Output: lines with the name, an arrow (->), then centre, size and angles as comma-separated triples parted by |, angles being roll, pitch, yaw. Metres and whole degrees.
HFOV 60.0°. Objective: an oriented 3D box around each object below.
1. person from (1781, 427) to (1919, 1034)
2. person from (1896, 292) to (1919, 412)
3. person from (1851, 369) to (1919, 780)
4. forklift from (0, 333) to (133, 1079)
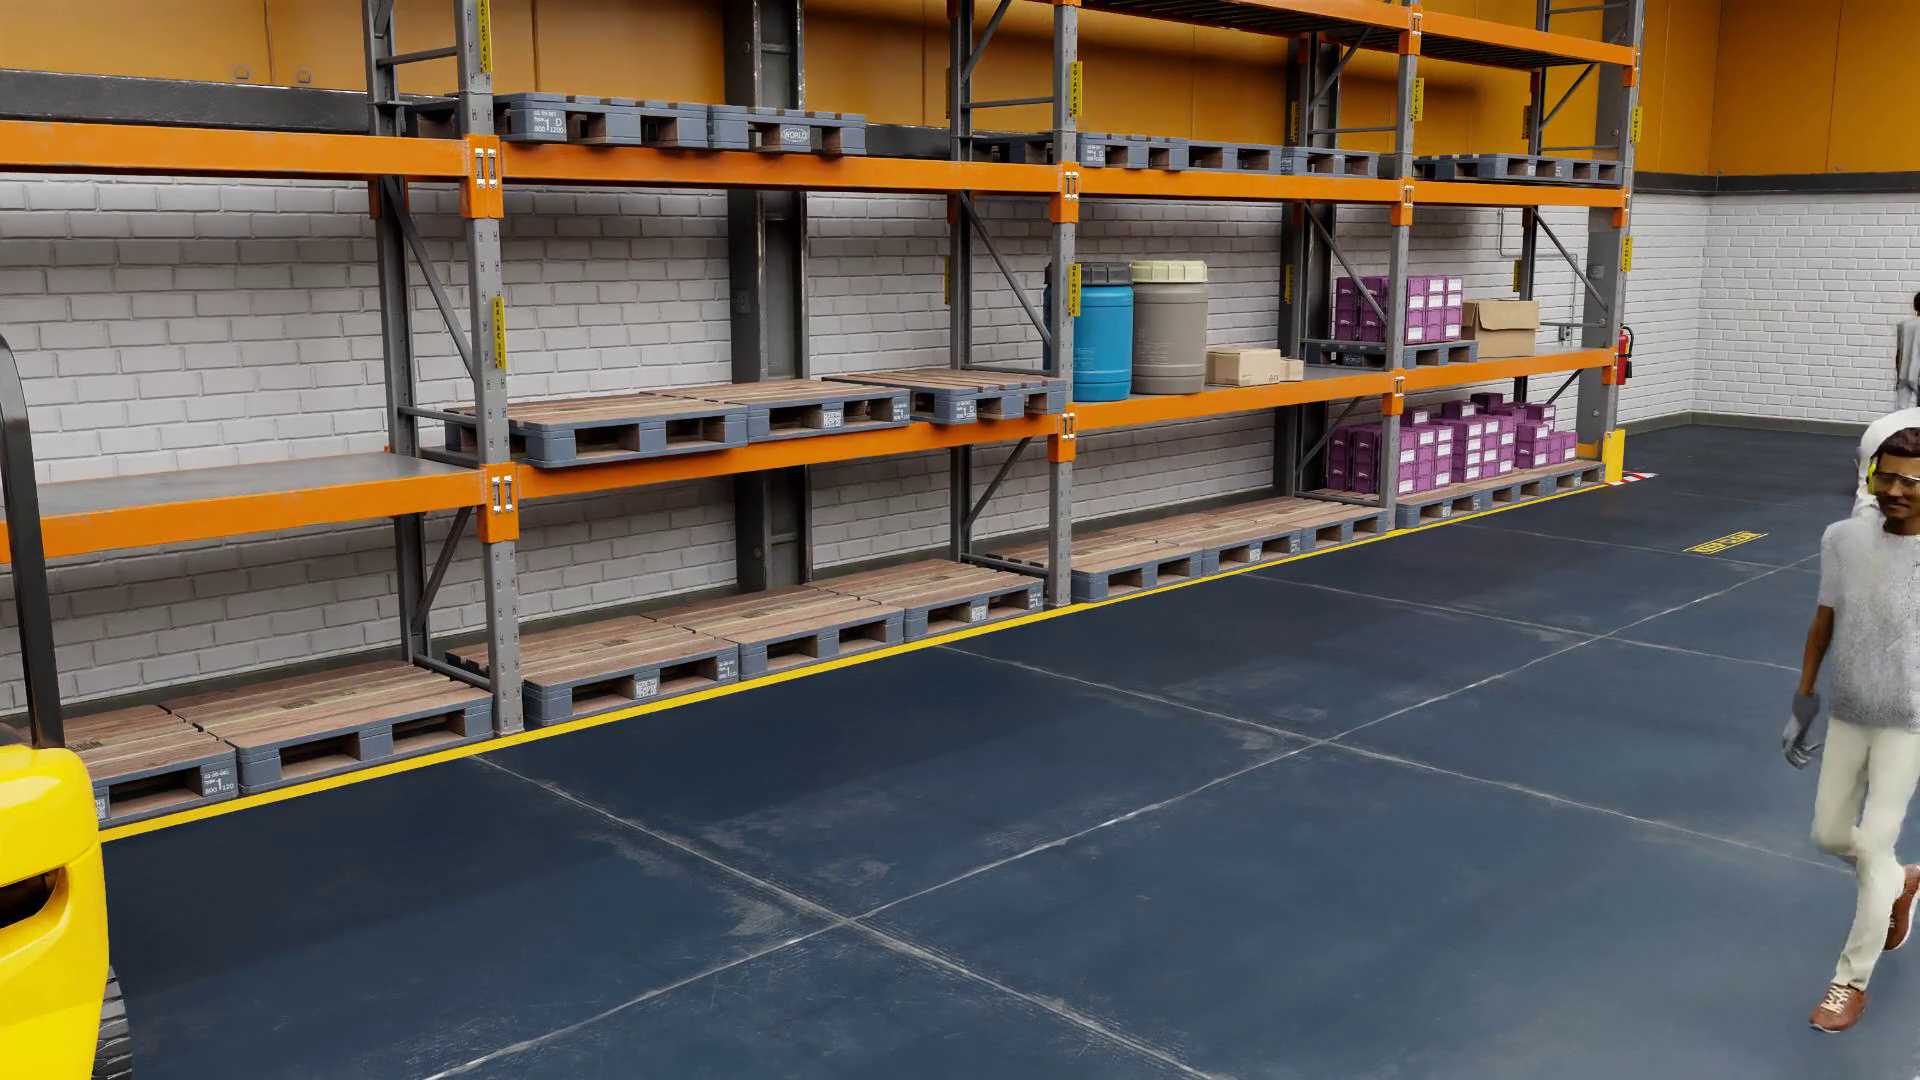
person -> 2.883, 0.551, 5.170 | 0.738, 1.850, 0.526 | -7, 13, -34
person -> 9.901, -1.636, 17.096 | 0.796, 1.841, 0.564 | -4, 11, -22
person -> 4.234, 0.120, 7.269 | 0.634, 1.937, 0.355 | 4, 11, 20
forklift -> -3.289, 0.485, 4.582 | 1.214, 2.155, 2.313 | -10, 14, -44
